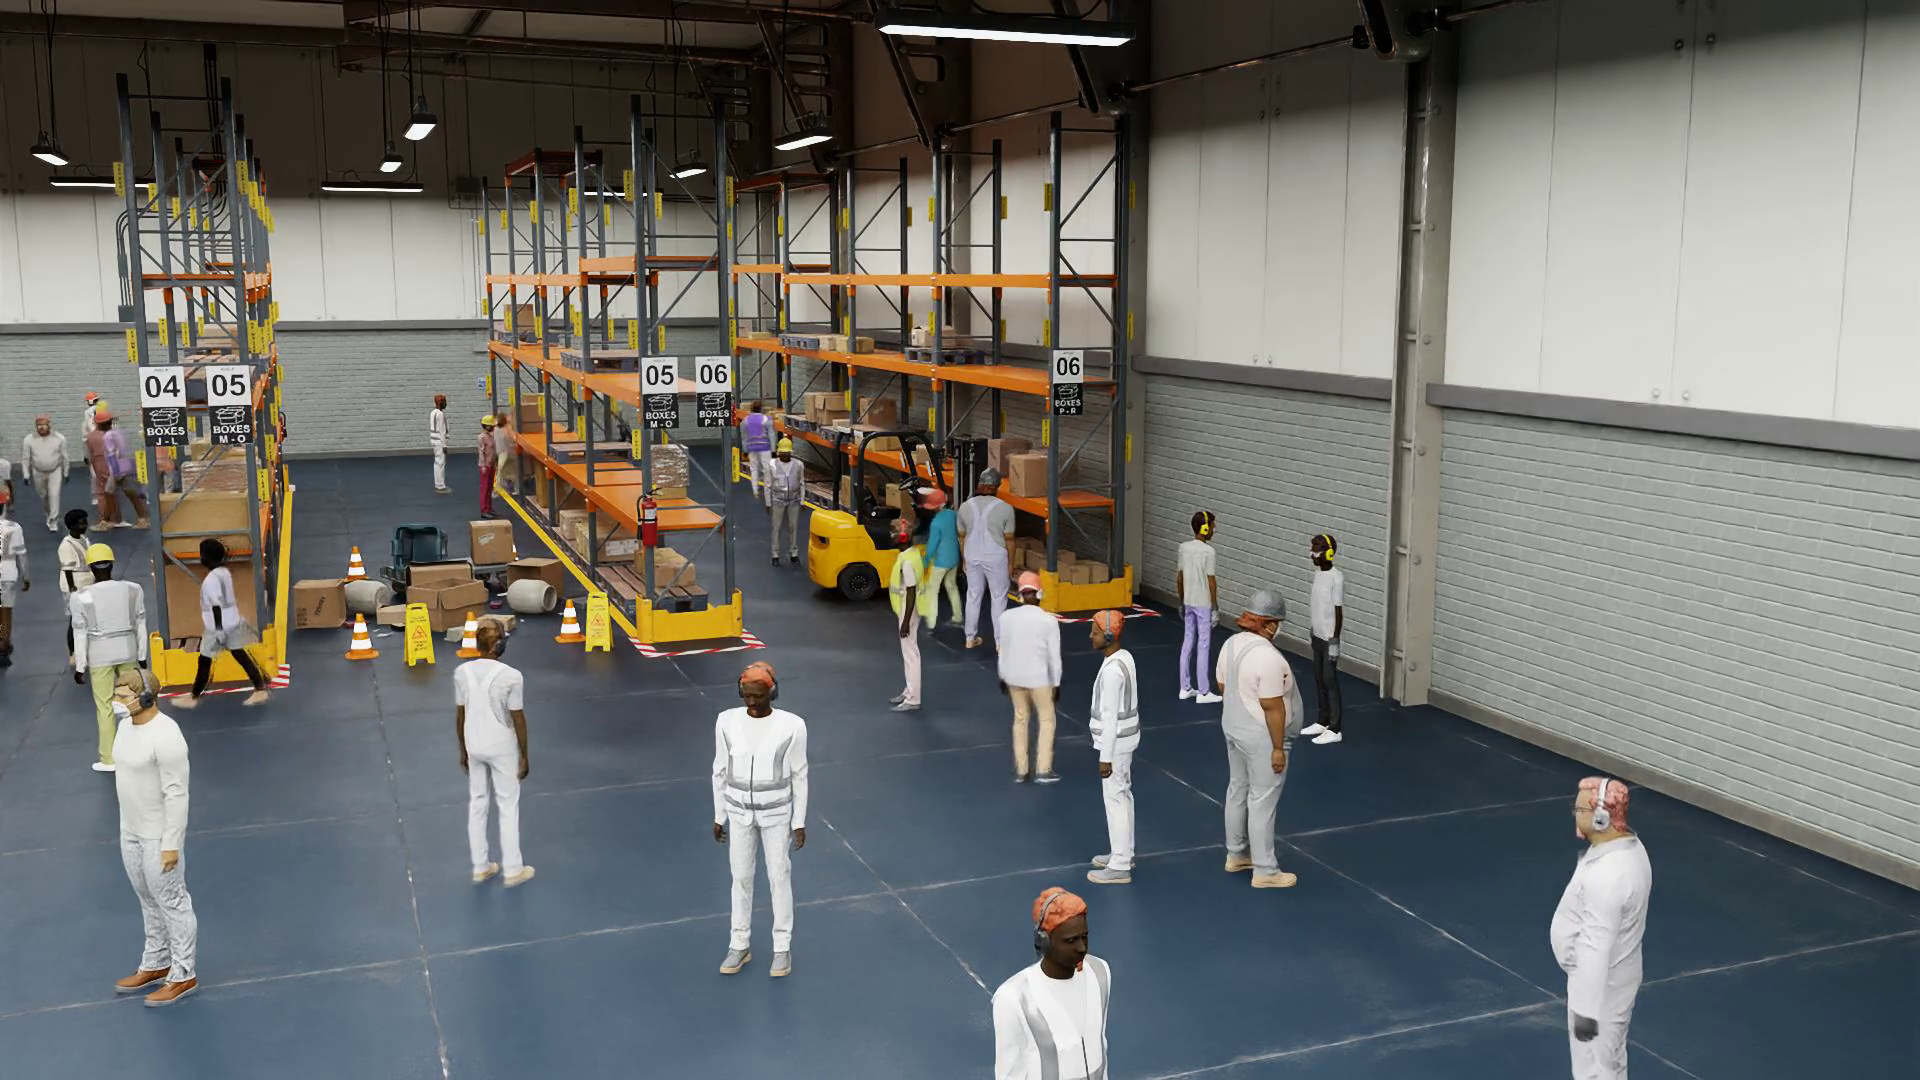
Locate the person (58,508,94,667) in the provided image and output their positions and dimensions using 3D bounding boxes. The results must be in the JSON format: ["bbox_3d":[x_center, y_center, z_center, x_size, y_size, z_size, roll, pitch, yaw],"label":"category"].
[{"bbox_3d":[-9.321,0.504,17.589,0.320,1.687,0.537,-1,9,-6],"label":"person"}]

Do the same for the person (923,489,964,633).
[{"bbox_3d":[-0.225,0.227,19.288,0.398,1.699,0.592,5,11,31],"label":"person"}]

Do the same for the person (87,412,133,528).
[{"bbox_3d":[-13.939,-1.144,27.271,0.643,1.909,0.410,3,10,20],"label":"person"}]

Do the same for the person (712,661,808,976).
[{"bbox_3d":[-1.184,1.638,9.823,0.574,1.887,0.355,1,9,9],"label":"person"}]

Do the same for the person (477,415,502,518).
[{"bbox_3d":[-8.060,-1.259,28.444,0.316,1.765,0.523,1,9,6],"label":"person"}]

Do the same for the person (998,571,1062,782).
[{"bbox_3d":[0.575,1.116,13.649,0.594,1.720,0.456,5,10,29],"label":"person"}]

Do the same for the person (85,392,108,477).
[{"bbox_3d":[-17.804,-2.174,34.265,0.349,1.743,0.563,2,9,14],"label":"person"}]

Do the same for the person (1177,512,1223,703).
[{"bbox_3d":[2.324,0.648,16.128,0.328,1.865,0.517,-6,11,-35],"label":"person"}]

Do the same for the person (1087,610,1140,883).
[{"bbox_3d":[1.051,1.399,11.376,0.353,1.877,0.573,2,9,11],"label":"person"}]

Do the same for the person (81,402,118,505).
[{"bbox_3d":[-15.492,-1.558,30.015,0.615,1.885,0.526,-4,10,-22],"label":"person"}]

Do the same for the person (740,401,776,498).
[{"bbox_3d":[-3.703,-1.668,30.906,0.750,1.806,0.431,2,9,10],"label":"person"}]

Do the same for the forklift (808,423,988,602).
[{"bbox_3d":[-0.830,-0.399,21.676,2.313,2.155,1.214,-4,10,-21],"label":"forklift"}]

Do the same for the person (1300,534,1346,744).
[{"bbox_3d":[3.232,0.867,14.765,0.316,1.860,0.513,-2,9,-12],"label":"person"}]

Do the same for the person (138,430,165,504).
[{"bbox_3d":[-14.602,-1.467,30.159,0.499,1.633,0.284,-7,12,-38],"label":"person"}]

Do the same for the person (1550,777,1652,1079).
[{"bbox_3d":[2.868,2.000,7.517,0.400,1.900,0.651,5,10,30],"label":"person"}]

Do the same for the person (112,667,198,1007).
[{"bbox_3d":[-4.603,1.669,9.465,0.631,1.940,0.372,7,11,37],"label":"person"}]

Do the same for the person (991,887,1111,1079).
[{"bbox_3d":[0.365,2.213,6.214,0.575,1.883,0.355,-9,13,-44],"label":"person"}]

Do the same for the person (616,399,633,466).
[{"bbox_3d":[-7.189,-2.472,35.785,0.390,1.854,0.573,1,9,8],"label":"person"}]

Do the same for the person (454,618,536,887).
[{"bbox_3d":[-3.150,1.438,11.247,0.509,1.838,0.342,2,9,13],"label":"person"}]

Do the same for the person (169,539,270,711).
[{"bbox_3d":[-7.045,0.803,15.799,0.893,1.648,0.547,-1,9,-7],"label":"person"}]

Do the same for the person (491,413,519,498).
[{"bbox_3d":[-8.534,-1.596,31.109,0.512,1.592,0.863,8,12,42],"label":"person"}]

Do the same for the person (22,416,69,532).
[{"bbox_3d":[-14.899,-1.102,27.126,0.654,1.872,0.931,-4,10,-21],"label":"person"}]

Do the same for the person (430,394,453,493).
[{"bbox_3d":[-9.898,-1.831,31.688,0.359,1.880,0.575,-5,10,-30],"label":"person"}]

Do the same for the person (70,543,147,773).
[{"bbox_3d":[-7.082,0.981,13.860,0.382,1.917,0.585,8,12,42],"label":"person"}]

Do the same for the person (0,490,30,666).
[{"bbox_3d":[-10.249,0.381,17.731,0.550,1.890,0.961,-2,9,-12],"label":"person"}]

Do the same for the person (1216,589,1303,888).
[{"bbox_3d":[2.069,1.321,11.334,0.536,2.000,0.677,-3,10,-20],"label":"person"}]

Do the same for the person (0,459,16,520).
[{"bbox_3d":[-13.711,-0.532,23.594,0.544,1.852,0.449,-5,10,-29],"label":"person"}]

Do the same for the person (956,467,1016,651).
[{"bbox_3d":[0.331,0.198,18.404,0.686,2.000,0.535,4,10,25],"label":"person"}]

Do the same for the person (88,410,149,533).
[{"bbox_3d":[-13.595,-1.102,26.816,0.899,1.989,0.627,-1,9,-7],"label":"person"}]

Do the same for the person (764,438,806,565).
[{"bbox_3d":[-2.491,-0.548,23.761,0.600,1.827,0.404,-3,10,-19],"label":"person"}]

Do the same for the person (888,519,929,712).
[{"bbox_3d":[-0.490,0.710,15.780,0.393,1.847,0.563,0,9,-2],"label":"person"}]
